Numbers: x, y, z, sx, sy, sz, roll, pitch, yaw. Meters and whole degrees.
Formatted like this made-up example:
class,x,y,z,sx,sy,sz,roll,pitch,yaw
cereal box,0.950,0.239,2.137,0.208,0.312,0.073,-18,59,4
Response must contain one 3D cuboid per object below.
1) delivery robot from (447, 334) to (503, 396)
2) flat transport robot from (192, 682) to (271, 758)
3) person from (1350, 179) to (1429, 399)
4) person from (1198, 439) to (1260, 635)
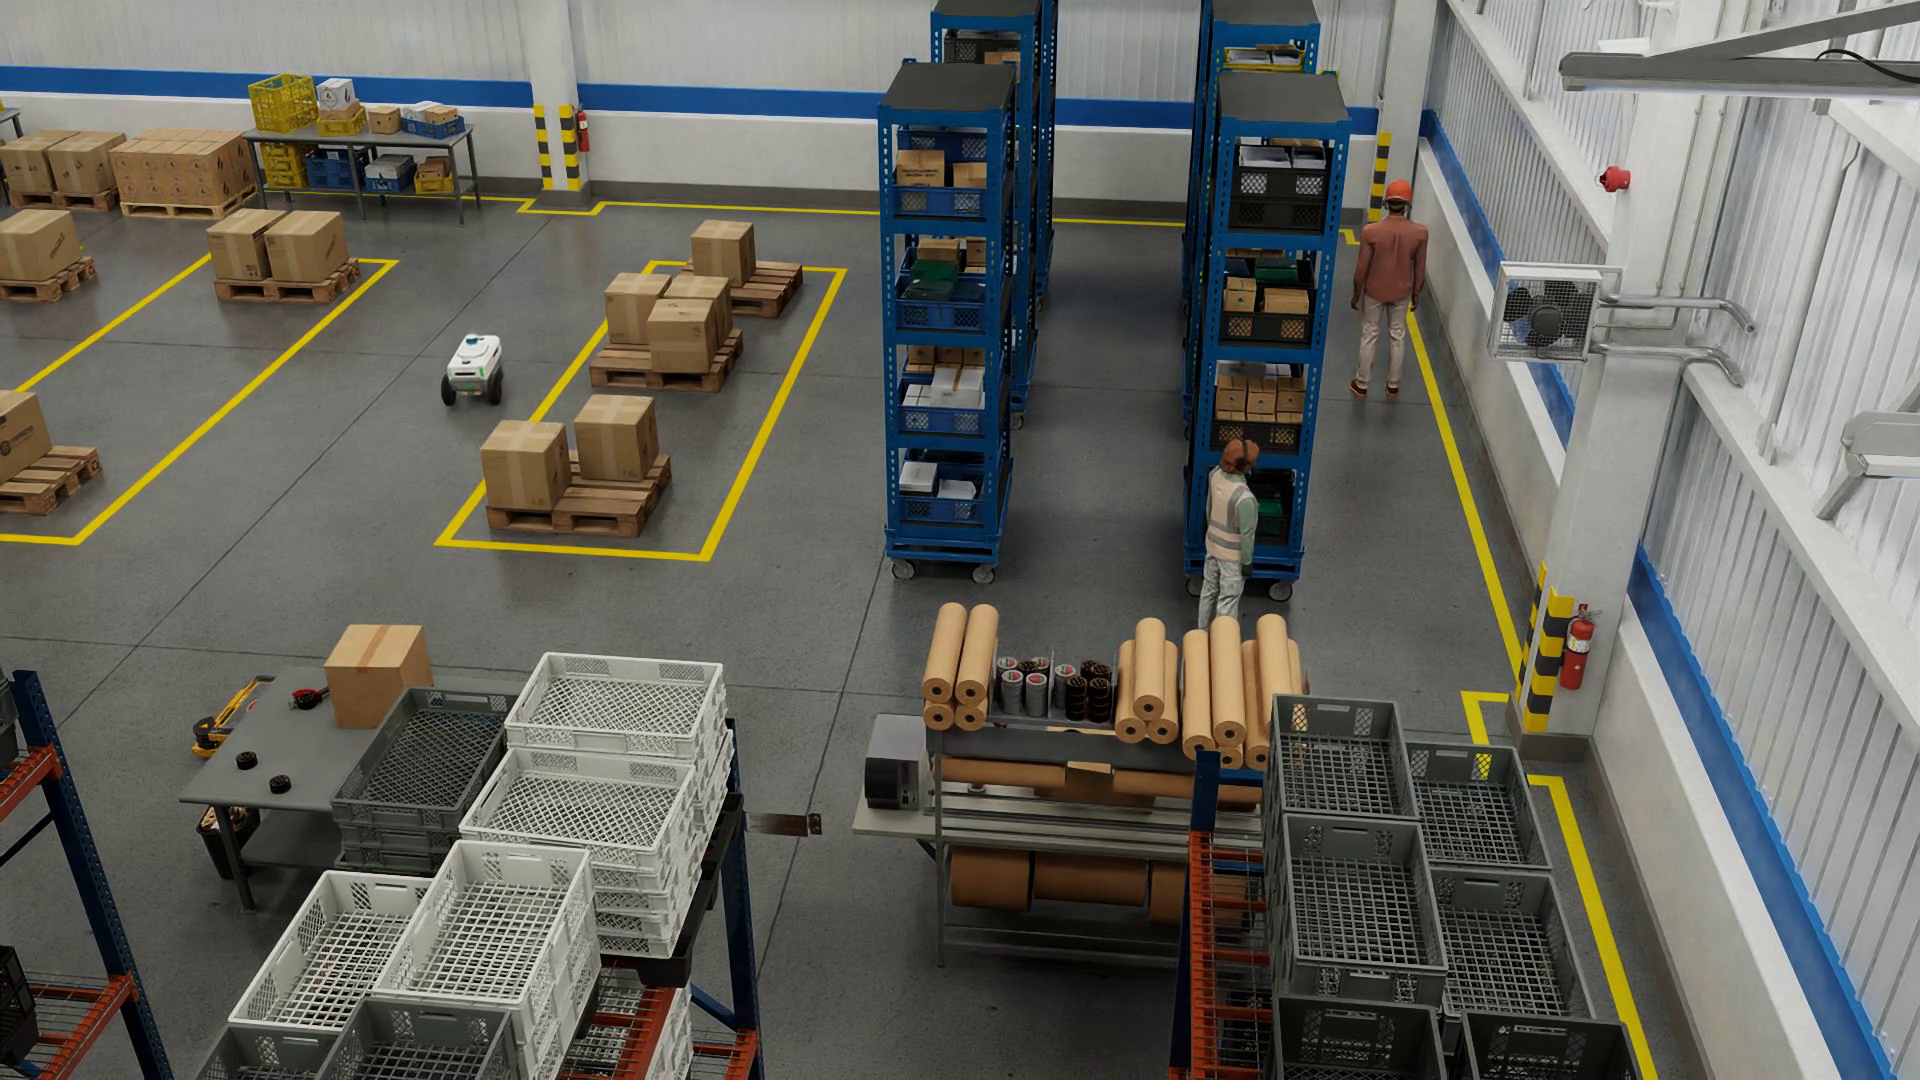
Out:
class,x,y,z,sx,sy,sz,roll,pitch,yaw
delivery robot,-4.396,-1.624,15.065,0.477,0.478,0.707,-1,30,-1
flat transport robot,-4.089,1.163,10.648,1.431,0.197,0.652,3,30,6
person,3.782,-2.211,14.753,0.617,1.983,0.403,1,30,2
person,1.805,0.072,11.170,0.310,1.639,0.514,-12,32,-19
